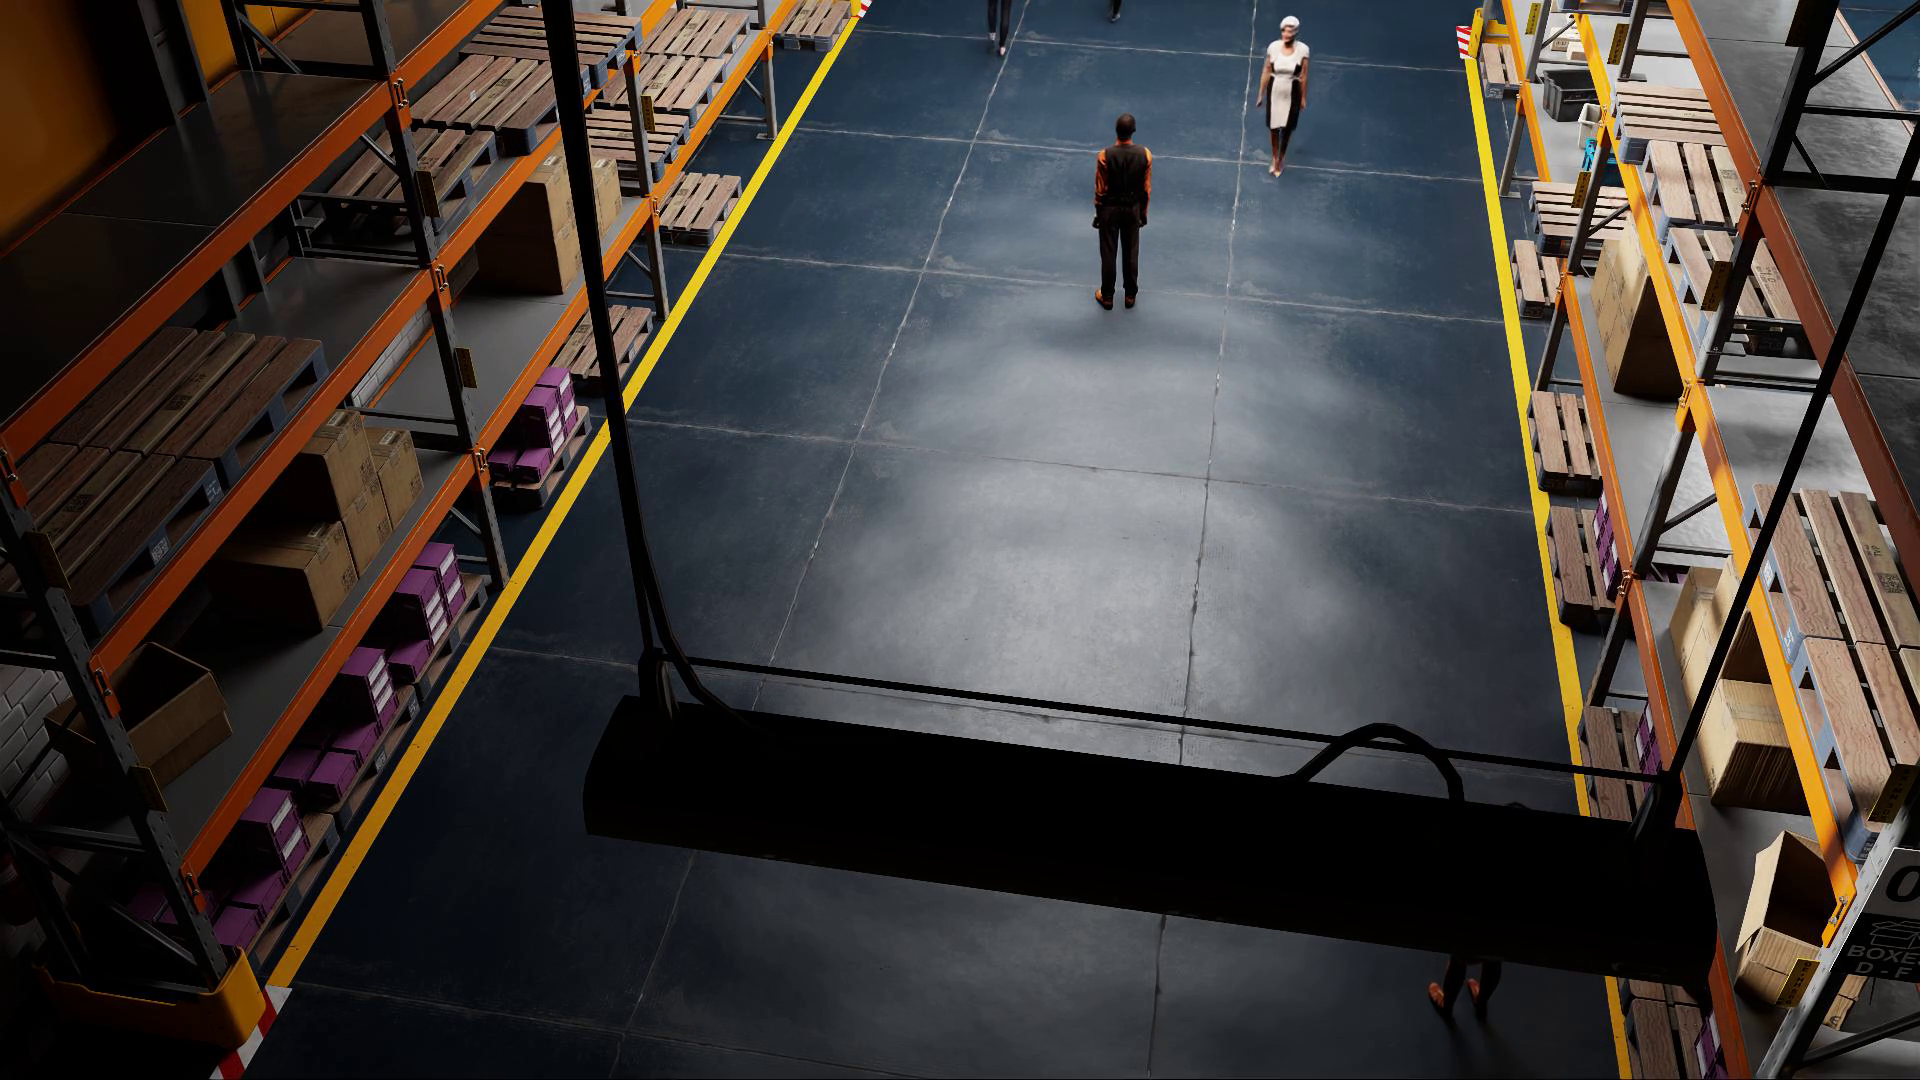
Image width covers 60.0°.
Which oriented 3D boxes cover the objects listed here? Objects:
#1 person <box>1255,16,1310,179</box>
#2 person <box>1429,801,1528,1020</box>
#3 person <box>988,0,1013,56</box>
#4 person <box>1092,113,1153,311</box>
[{"bbox_3d":[3.484,-4.756,17.764,0.750,1.739,0.771,16,41,20],"label":"person"},{"bbox_3d":[2.953,2.089,9.269,0.722,1.644,0.672,-7,39,-9],"label":"person"},{"bbox_3d":[0.506,-6.783,20.318,0.626,1.718,0.926,2,39,3],"label":"person"},{"bbox_3d":[1.497,-3.055,15.499,0.771,1.907,0.726,-5,39,-6],"label":"person"}]
